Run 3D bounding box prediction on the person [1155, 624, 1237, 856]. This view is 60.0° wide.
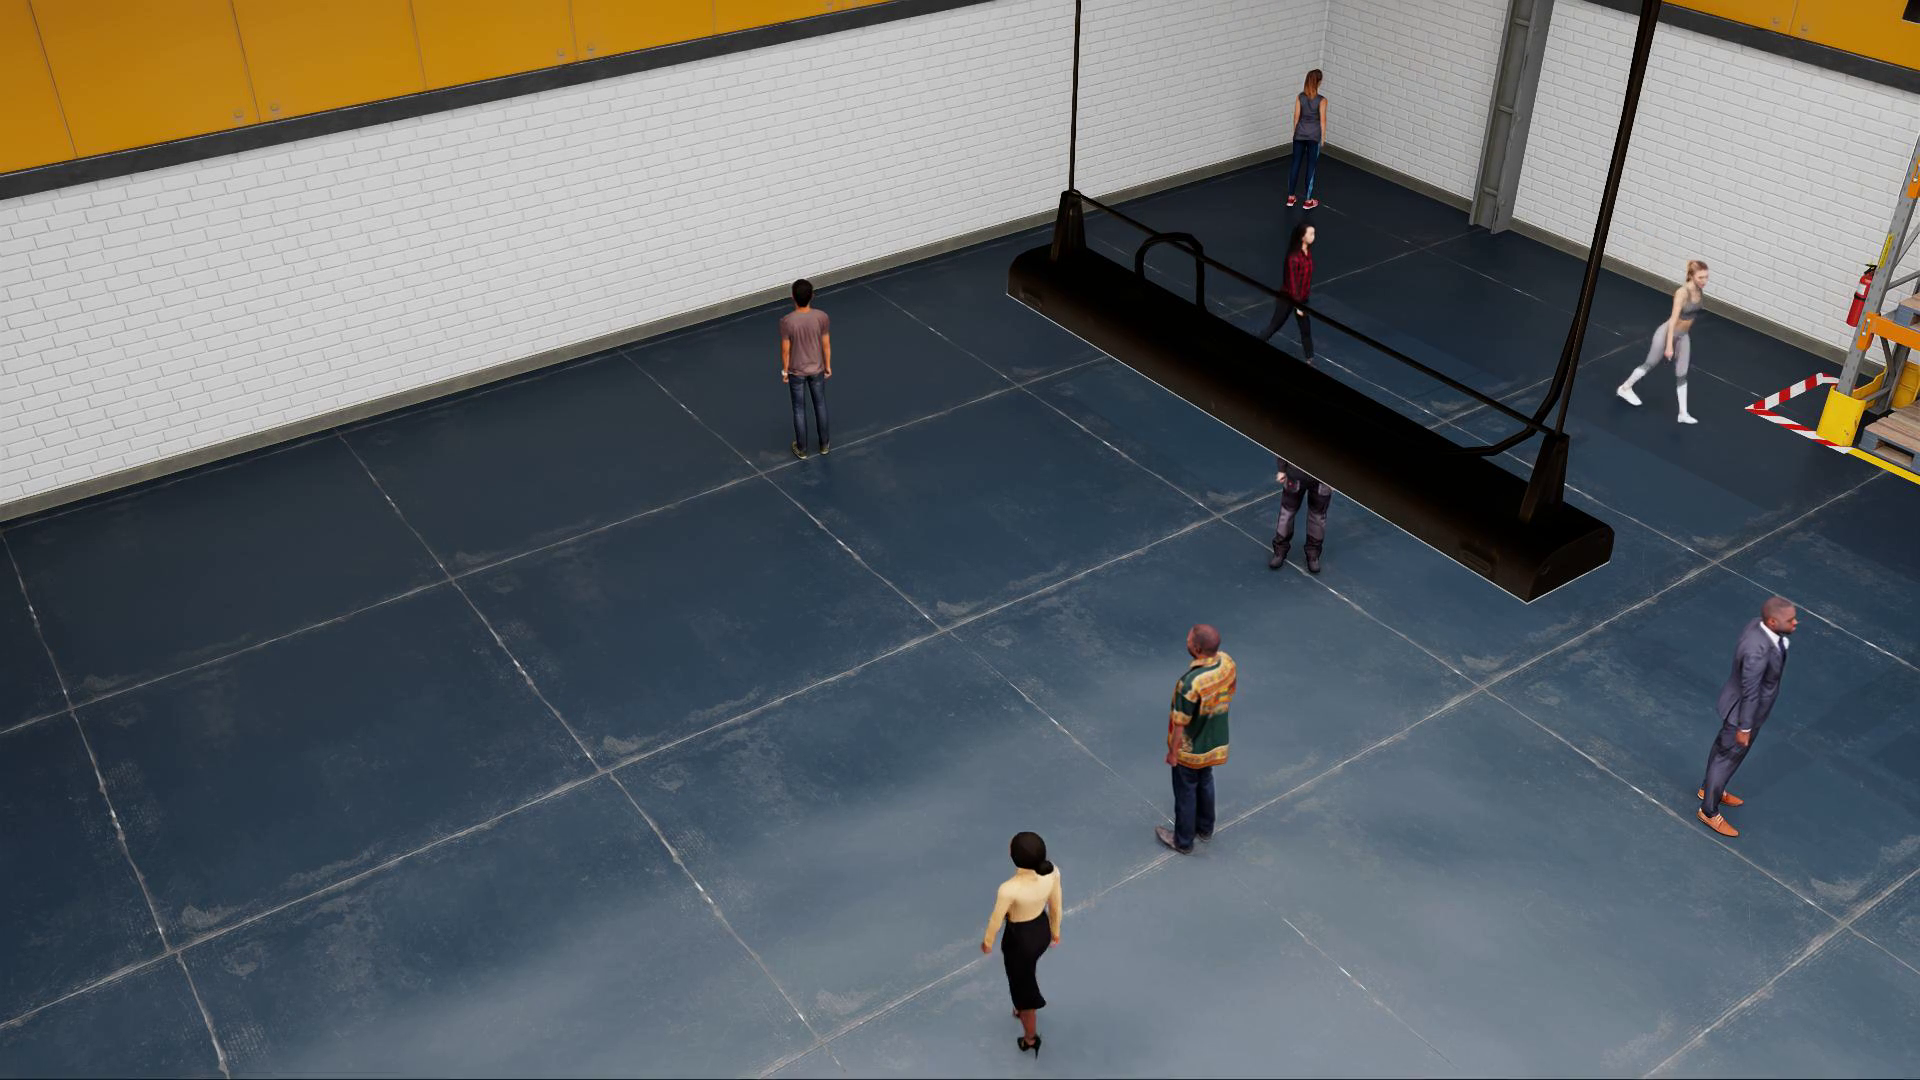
[{"bbox_3d":[1.574,1.315,10.984,0.728,1.805,0.737,26,42,34],"label":"person"}]

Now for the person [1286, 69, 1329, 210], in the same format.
[{"bbox_3d":[4.278,-4.940,20.468,0.594,1.724,0.703,18,38,25],"label":"person"}]

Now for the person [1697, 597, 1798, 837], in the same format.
[{"bbox_3d":[5.294,1.141,11.229,0.779,1.824,0.785,16,37,22],"label":"person"}]

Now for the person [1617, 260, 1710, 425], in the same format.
[{"bbox_3d":[6.798,-1.965,16.056,0.678,1.652,1.171,-21,39,-28],"label":"person"}]

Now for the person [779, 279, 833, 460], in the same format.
[{"bbox_3d":[-1.413,-1.579,15.362,0.685,1.779,0.643,-10,35,-15],"label":"person"}]

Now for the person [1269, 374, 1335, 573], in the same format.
[{"bbox_3d":[2.908,-0.573,13.792,0.765,1.840,0.840,7,34,11],"label":"person"}]

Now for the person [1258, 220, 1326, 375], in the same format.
[{"bbox_3d":[3.269,-2.437,16.802,1.141,1.612,0.815,22,40,30],"label":"person"}]

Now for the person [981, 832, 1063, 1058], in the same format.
[{"bbox_3d":[0.428,2.364,9.554,0.590,1.641,0.647,-23,40,-31],"label":"person"}]
